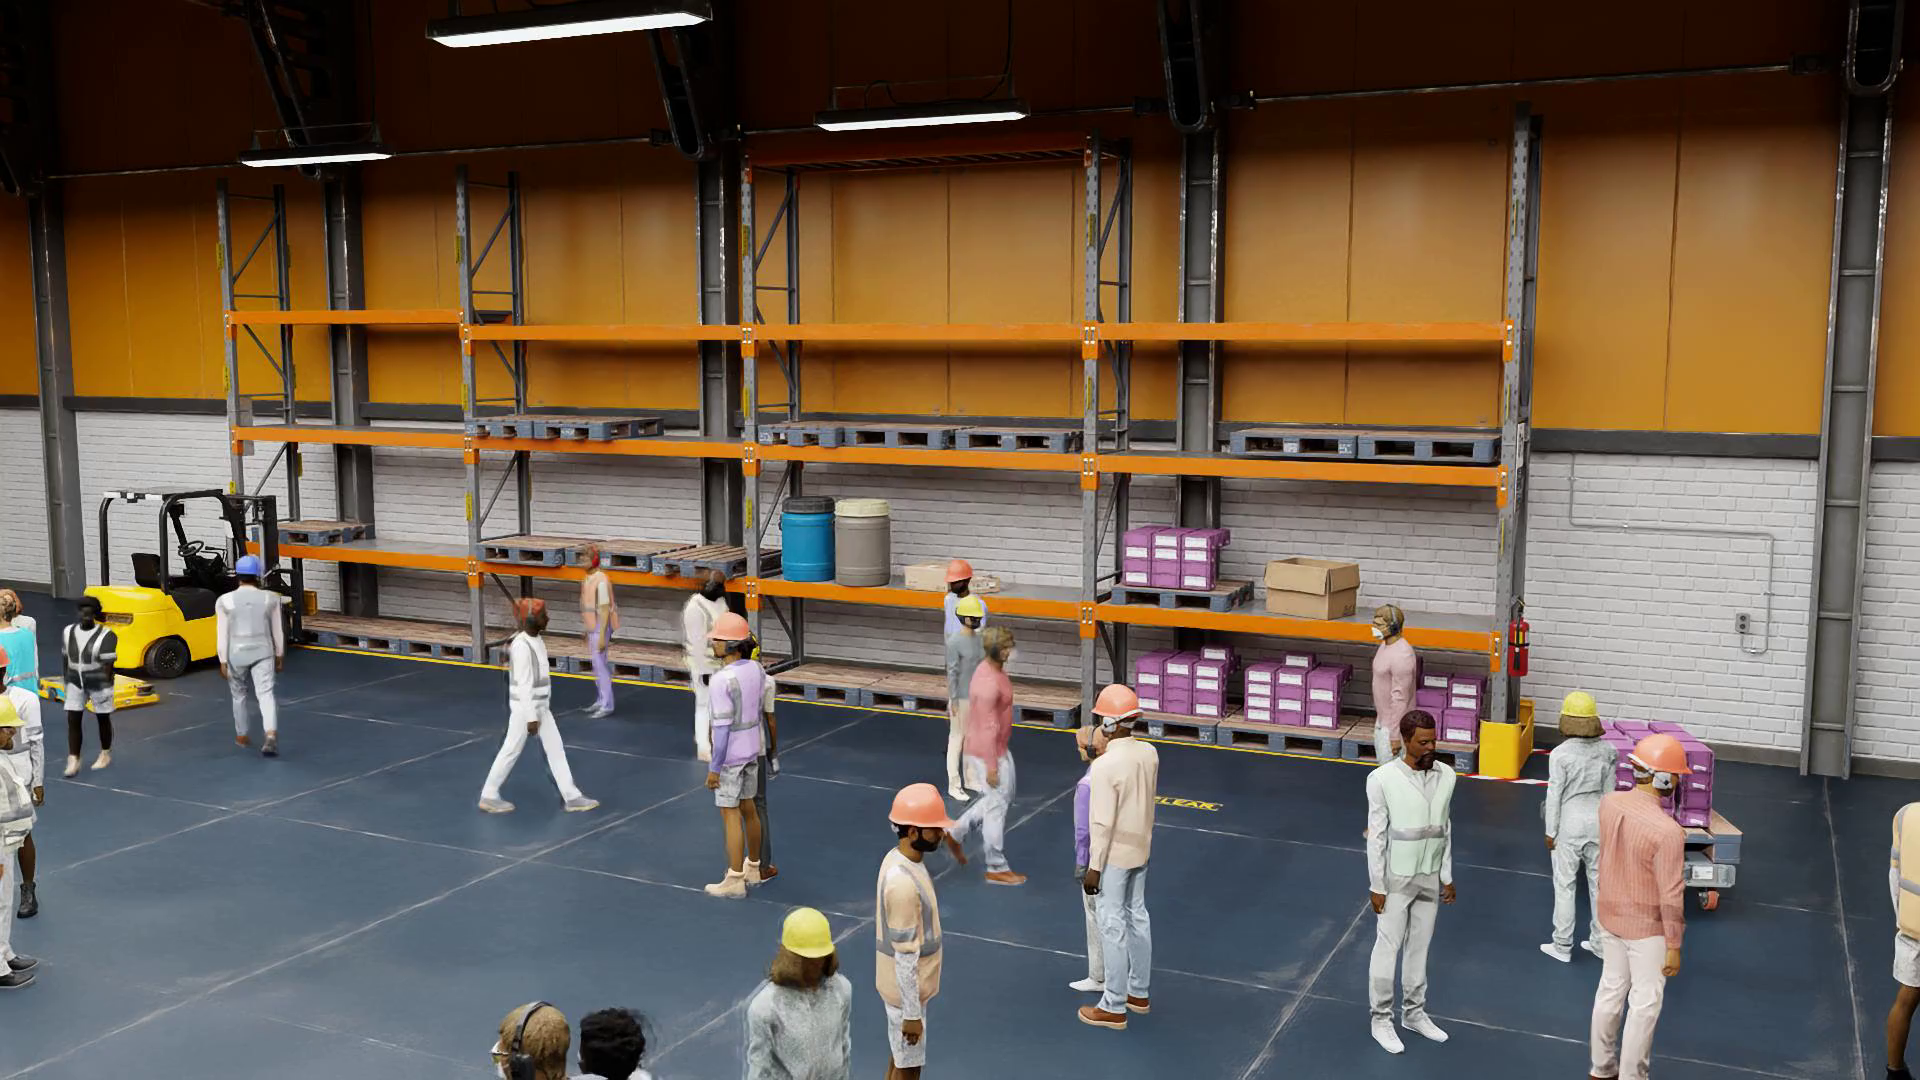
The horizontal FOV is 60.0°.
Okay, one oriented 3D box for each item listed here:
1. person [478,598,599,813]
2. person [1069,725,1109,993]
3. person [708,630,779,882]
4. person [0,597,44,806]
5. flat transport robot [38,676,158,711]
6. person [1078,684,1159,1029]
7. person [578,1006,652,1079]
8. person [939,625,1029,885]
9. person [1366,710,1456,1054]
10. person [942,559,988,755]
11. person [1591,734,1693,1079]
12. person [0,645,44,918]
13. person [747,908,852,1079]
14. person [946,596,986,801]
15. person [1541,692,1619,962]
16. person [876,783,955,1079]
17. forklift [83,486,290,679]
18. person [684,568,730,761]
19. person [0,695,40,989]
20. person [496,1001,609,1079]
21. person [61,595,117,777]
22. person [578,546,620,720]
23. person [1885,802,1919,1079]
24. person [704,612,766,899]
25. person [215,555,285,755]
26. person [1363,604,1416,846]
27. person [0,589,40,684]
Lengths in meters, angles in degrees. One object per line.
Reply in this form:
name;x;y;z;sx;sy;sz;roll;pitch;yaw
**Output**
person;-3.587;1.395;13.911;1.014;1.832;0.589;0;7;4
person;0.855;1.943;10.203;0.318;1.631;0.513;4;8;28
person;-1.587;1.581;12.199;0.516;1.871;0.325;0;7;2
person;-7.952;1.384;13.966;0.377;1.835;0.567;1;7;6
flat transport robot;-9.492;1.640;18.257;1.431;0.197;0.652;5;9;37
person;0.917;1.824;9.674;0.386;1.992;0.624;5;9;37
person;-1.130;2.447;5.872;0.813;1.665;0.531;1;7;7
person;0.171;1.563;12.126;0.593;1.927;0.630;1;7;7
person;2.543;1.896;9.396;0.591;1.920;0.393;-4;8;-27
person;0.019;1.132;15.722;0.417;1.925;0.562;-6;9;-39
person;3.515;1.969;8.561;0.410;1.980;0.626;-2;7;-14
person;-6.576;1.646;11.381;0.550;1.935;0.376;-2;7;-15
person;-0.684;2.310;6.827;0.492;1.717;0.803;-5;9;-36
person;0.079;1.361;14.438;0.308;1.769;0.524;5;9;37
person;3.964;1.833;10.684;0.486;1.737;0.318;-2;7;-12
person;-0.207;2.083;7.775;0.372;1.933;0.552;0;7;-3
forklift;-9.426;0.454;20.179;1.214;2.155;2.313;3;8;26
person;-2.357;1.173;15.707;0.449;1.829;0.643;3;8;25
person;-5.907;1.850;10.205;0.403;1.817;0.601;-4;8;-28
person;-1.277;2.393;5.237;0.369;1.934;0.639;3;7;21
person;-7.940;1.321;15.151;0.548;1.659;0.698;0;7;-1
person;-3.806;0.963;17.500;0.417;1.823;0.628;-3;8;-24
person;5.021;1.992;8.523;0.376;1.935;0.550;-1;7;-7
person;-1.627;1.529;11.897;0.366;2.046;0.614;3;7;21
person;-6.807;1.105;16.000;0.613;1.913;0.943;-4;8;-32
person;3.375;1.453;13.011;0.375;1.933;0.625;1;7;5
person;-8.977;1.271;15.725;0.497;1.632;0.289;-7;10;-44
